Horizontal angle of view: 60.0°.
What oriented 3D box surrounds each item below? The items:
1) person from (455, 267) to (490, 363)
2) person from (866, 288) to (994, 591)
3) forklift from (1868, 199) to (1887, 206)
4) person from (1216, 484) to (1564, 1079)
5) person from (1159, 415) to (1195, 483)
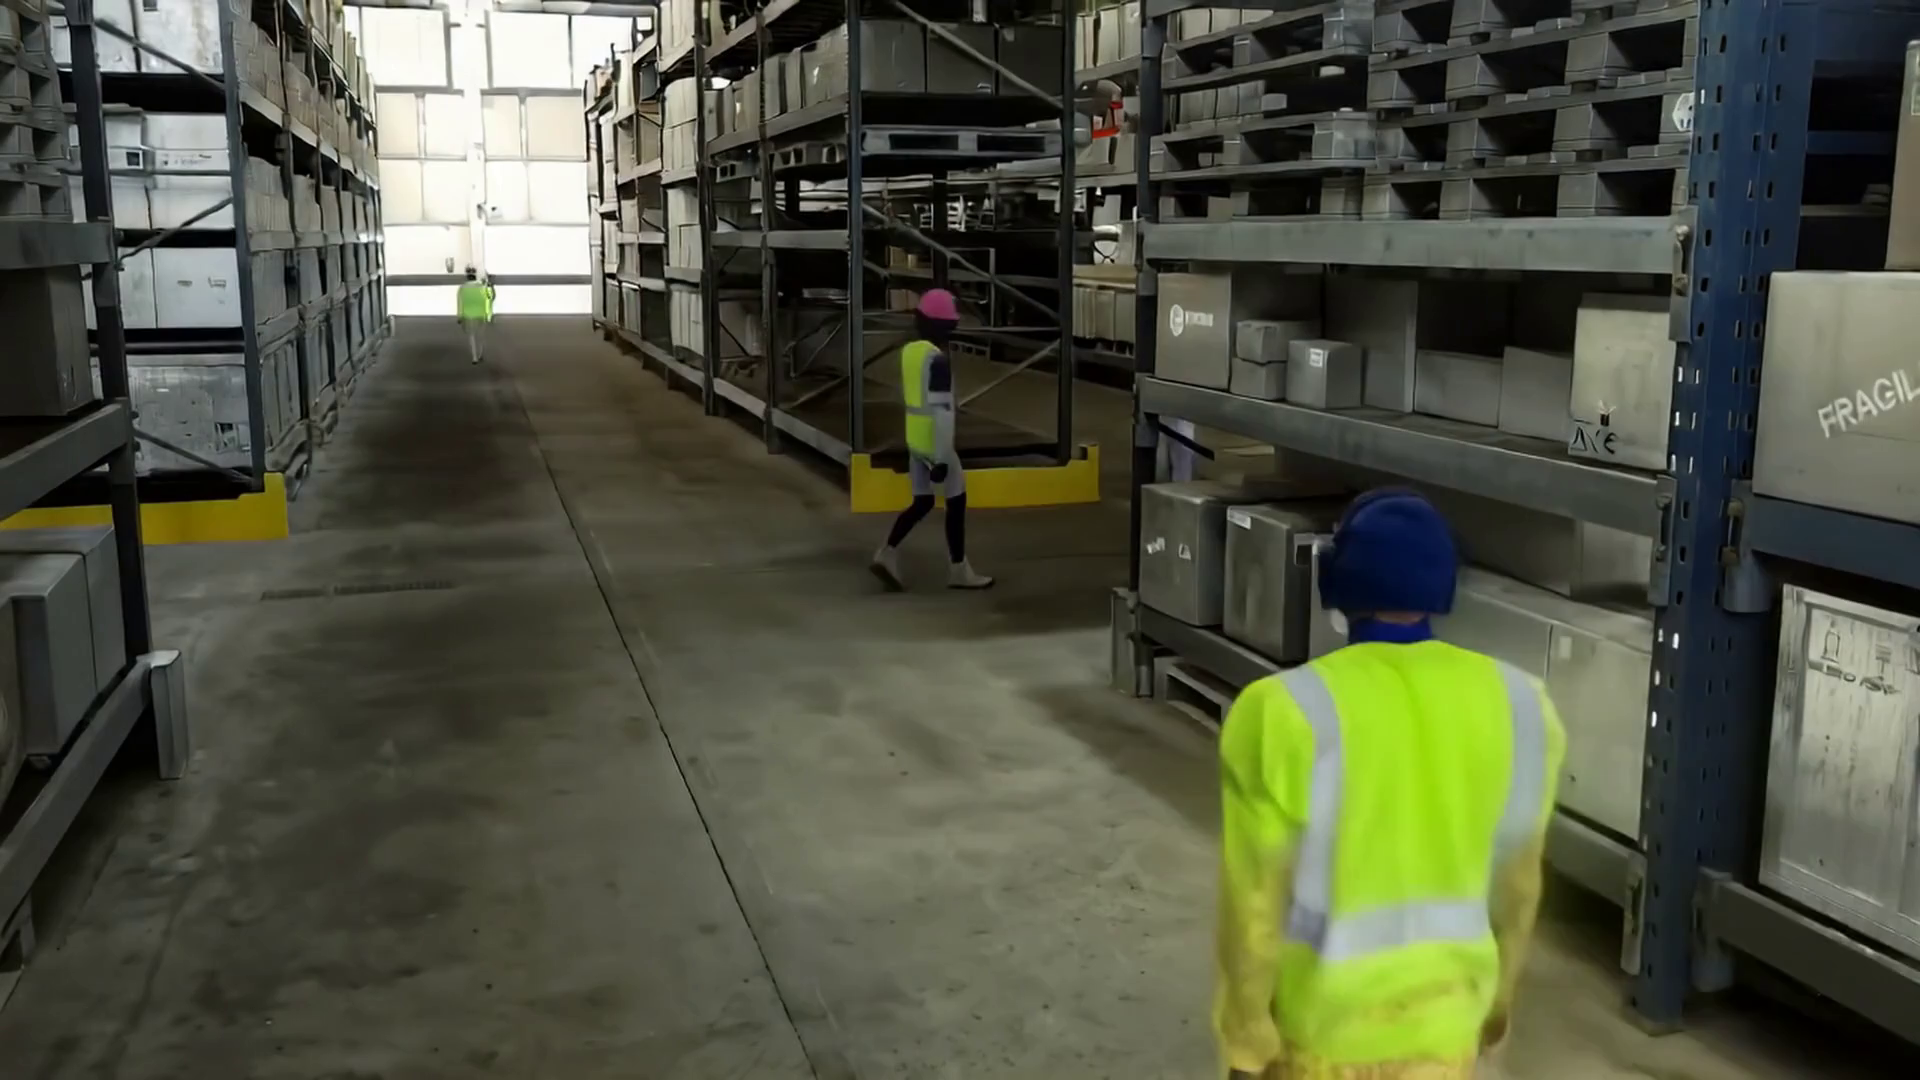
[{"bbox_3d":[-9.118,-4.209,31.142,0.613,1.776,0.952,-3,11,-18],"label":"person"},{"bbox_3d":[-0.198,-0.639,10.935,0.842,2.017,0.627,-6,12,-30],"label":"person"},{"bbox_3d":[11.338,-2.915,21.052,1.129,2.768,1.873,-3,11,-17],"label":"forklift"},{"bbox_3d":[0.748,0.844,3.072,0.644,1.916,0.597,-1,10,-6],"label":"person"},{"bbox_3d":[1.877,-1.183,14.440,0.568,1.822,0.452,5,11,23],"label":"person"}]
